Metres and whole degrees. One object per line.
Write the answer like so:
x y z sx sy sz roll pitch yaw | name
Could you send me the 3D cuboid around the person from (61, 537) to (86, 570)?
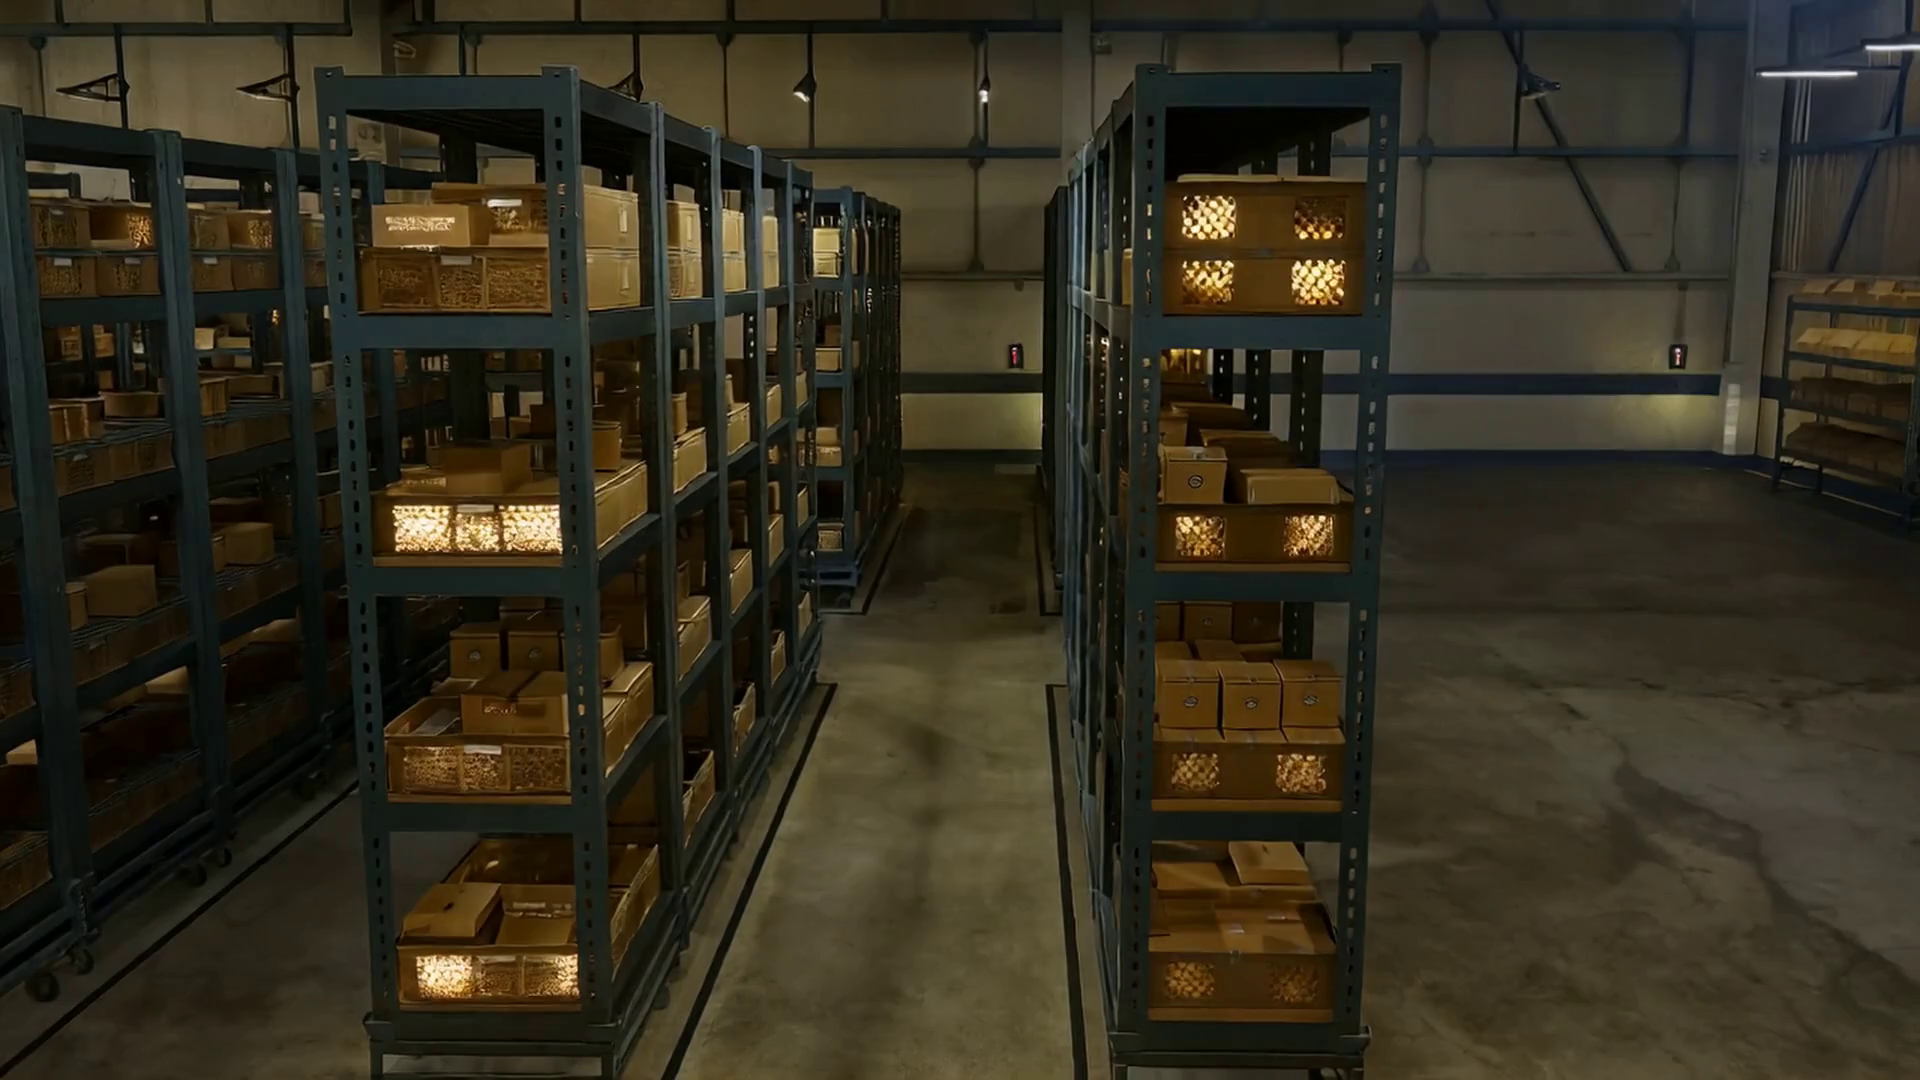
-8.021 -0.303 14.430 0.888 1.777 0.604 -6 11 -30 | person
